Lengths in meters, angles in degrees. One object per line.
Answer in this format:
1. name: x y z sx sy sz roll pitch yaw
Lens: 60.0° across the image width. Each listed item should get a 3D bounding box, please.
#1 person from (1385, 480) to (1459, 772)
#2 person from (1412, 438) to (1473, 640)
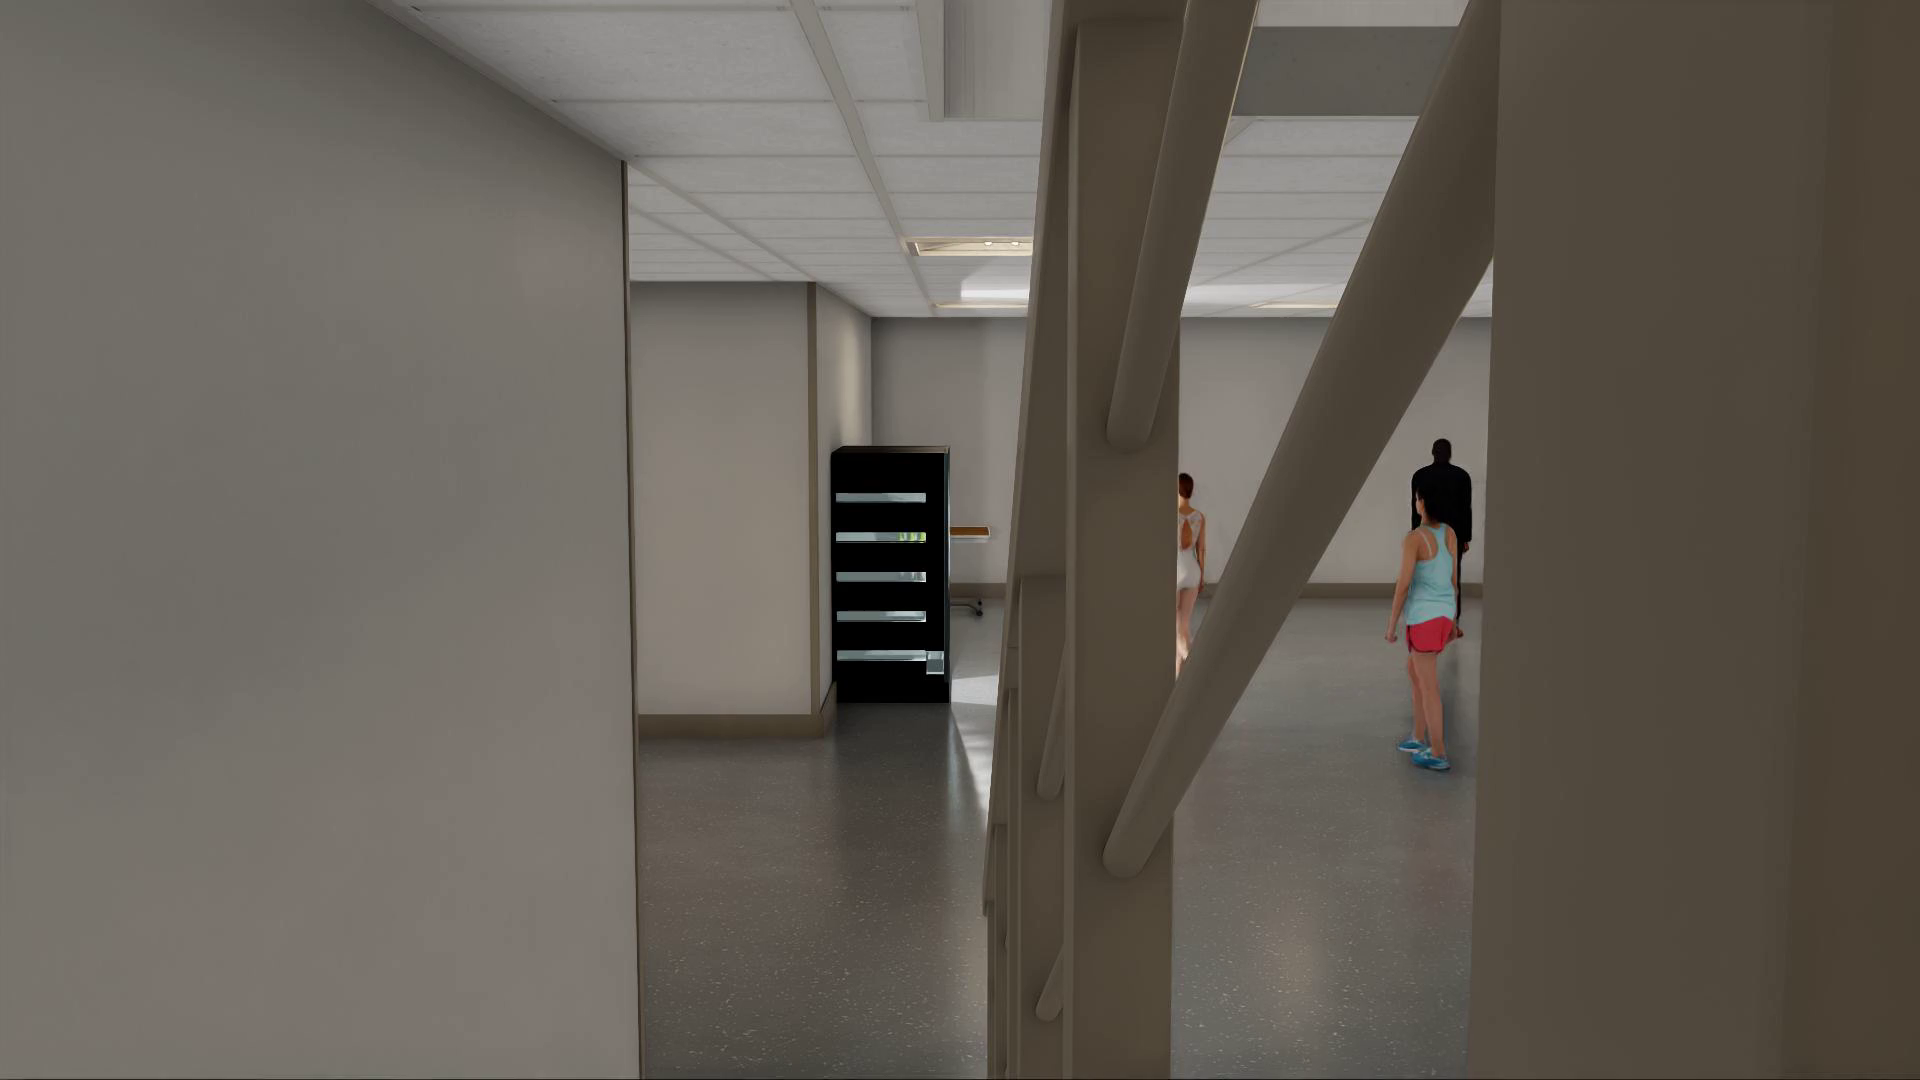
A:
1. person: 2.889 0.523 10.031 0.778 1.757 0.846 -4 7 -31
2. person: 4.363 -0.018 15.107 0.768 1.818 0.730 2 6 20
